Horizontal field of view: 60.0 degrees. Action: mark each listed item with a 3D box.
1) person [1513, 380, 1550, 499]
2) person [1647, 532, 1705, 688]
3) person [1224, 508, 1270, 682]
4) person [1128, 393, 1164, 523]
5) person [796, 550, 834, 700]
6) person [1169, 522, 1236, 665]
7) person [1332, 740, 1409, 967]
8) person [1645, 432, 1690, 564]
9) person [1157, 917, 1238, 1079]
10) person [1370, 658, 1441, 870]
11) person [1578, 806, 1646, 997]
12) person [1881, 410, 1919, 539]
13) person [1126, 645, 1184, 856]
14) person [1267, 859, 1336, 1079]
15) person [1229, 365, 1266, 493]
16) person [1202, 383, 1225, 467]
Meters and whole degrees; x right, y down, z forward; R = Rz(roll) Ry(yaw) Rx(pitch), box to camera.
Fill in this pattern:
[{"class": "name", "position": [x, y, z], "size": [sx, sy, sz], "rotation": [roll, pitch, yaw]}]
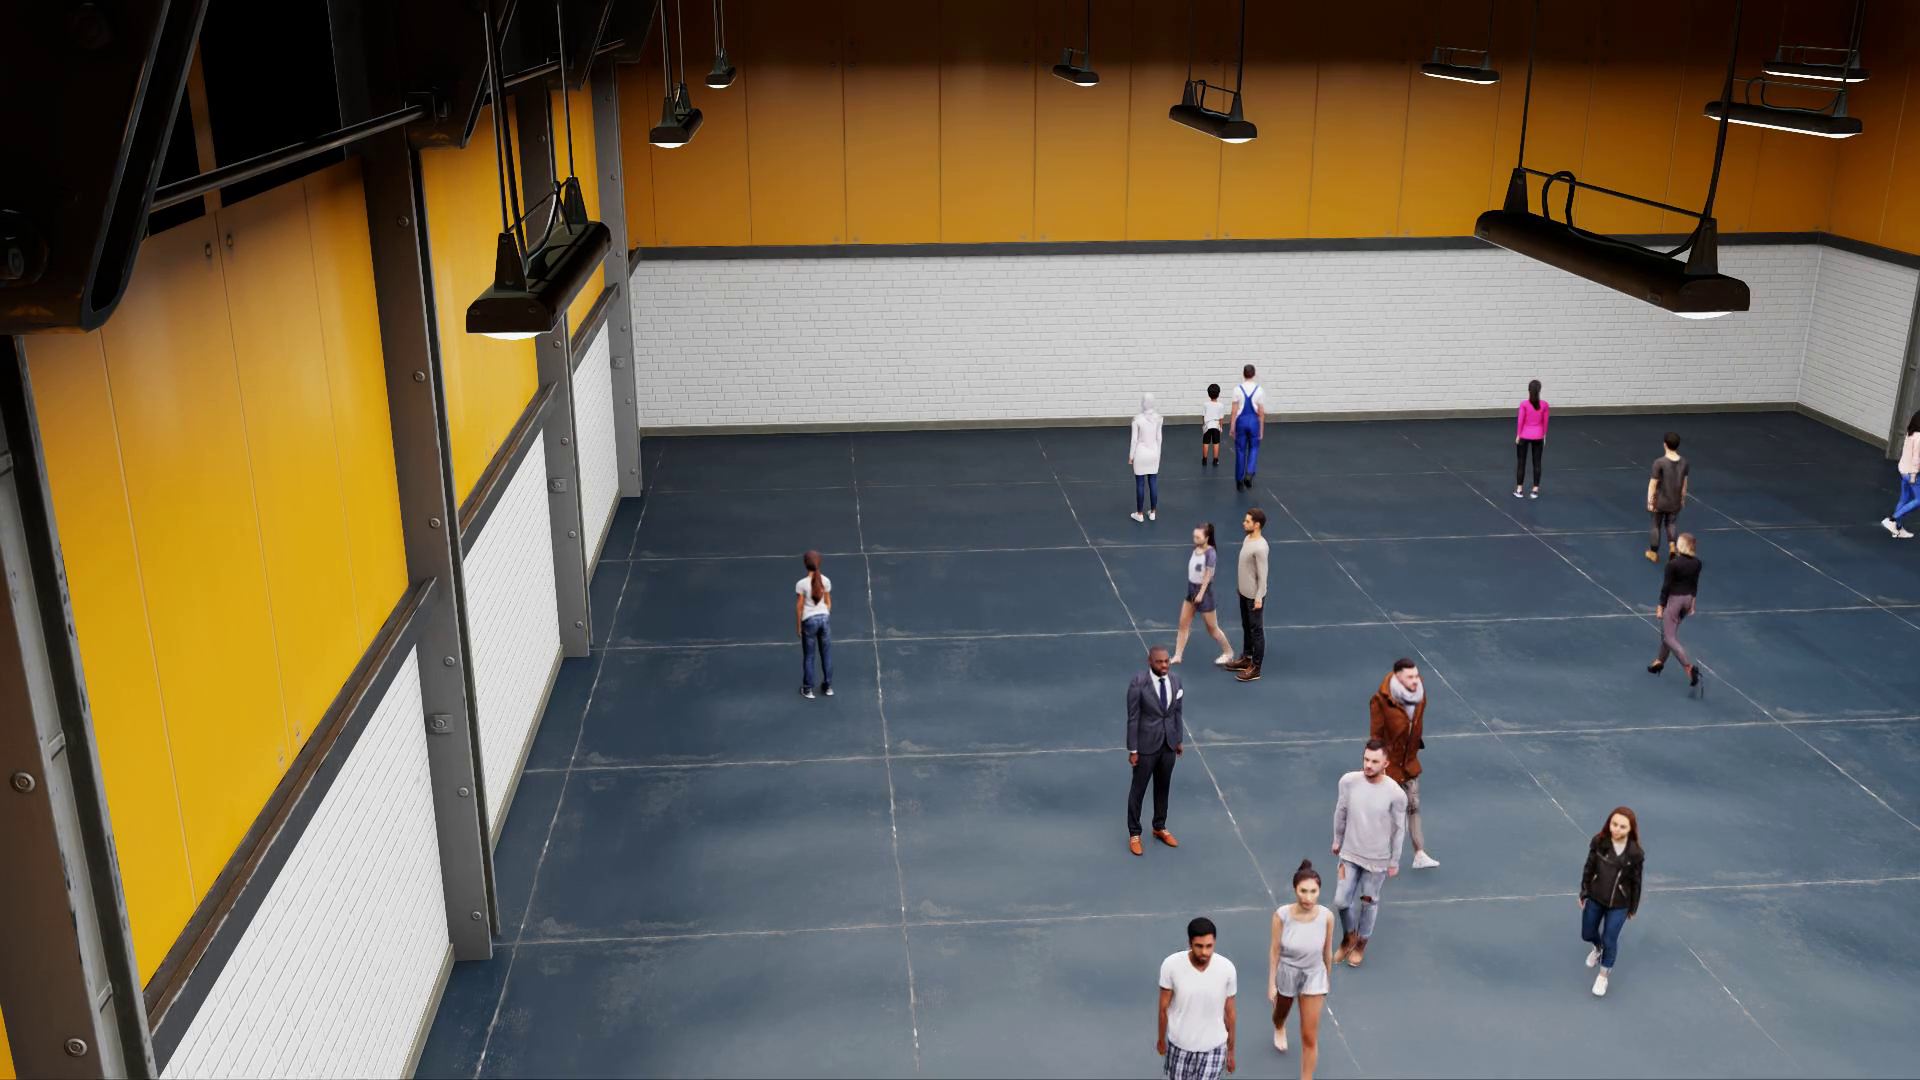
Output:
[{"class": "person", "position": [8.161, -1.452, 23.760], "size": [0.625, 1.698, 0.609], "rotation": [2, 19, 6]}, {"class": "person", "position": [7.505, 0.755, 17.291], "size": [0.793, 1.645, 1.073], "rotation": [-8, 20, -22]}, {"class": "person", "position": [3.083, 0.559, 17.526], "size": [0.754, 1.866, 0.540], "rotation": [-4, 19, -12]}, {"class": "person", "position": [2.543, -1.133, 22.689], "size": [0.646, 1.777, 0.584], "rotation": [-5, 19, -15]}, {"class": "person", "position": [-1.491, 0.855, 17.125], "size": [0.588, 1.560, 0.606], "rotation": [-8, 20, -23]}, {"class": "person", "position": [2.666, 0.600, 17.796], "size": [0.867, 1.617, 1.007], "rotation": [-8, 20, -22]}, {"class": "person", "position": [3.056, 2.297, 12.421], "size": [0.809, 1.831, 0.833], "rotation": [11, 21, 29]}, {"class": "person", "position": [8.920, -0.496, 20.915], "size": [0.683, 1.702, 0.843], "rotation": [1, 19, 2]}, {"class": "person", "position": [1.468, 3.065, 10.310], "size": [0.687, 1.721, 0.762], "rotation": [1, 19, 3]}, {"class": "person", "position": [3.554, 1.826, 13.883], "size": [0.889, 1.790, 1.186], "rotation": [-7, 20, -19]}, {"class": "person", "position": [4.754, 2.583, 12.131], "size": [0.759, 1.473, 0.823], "rotation": [13, 23, 34]}, {"class": "person", "position": [12.443, -0.869, 21.933], "size": [0.849, 1.760, 0.757], "rotation": [6, 19, 16]}, {"class": "person", "position": [1.642, 1.738, 14.093], "size": [0.765, 1.824, 0.724], "rotation": [-8, 20, -22]}, {"class": "person", "position": [2.249, 2.879, 11.101], "size": [0.718, 1.569, 1.103], "rotation": [2, 19, 6]}, {"class": "person", "position": [4.138, -1.595, 23.963], "size": [0.729, 1.839, 0.804], "rotation": [2, 19, 6]}, {"class": "person", "position": [3.846, -1.761, 25.370], "size": [0.524, 1.257, 0.545], "rotation": [3, 19, 8]}]
